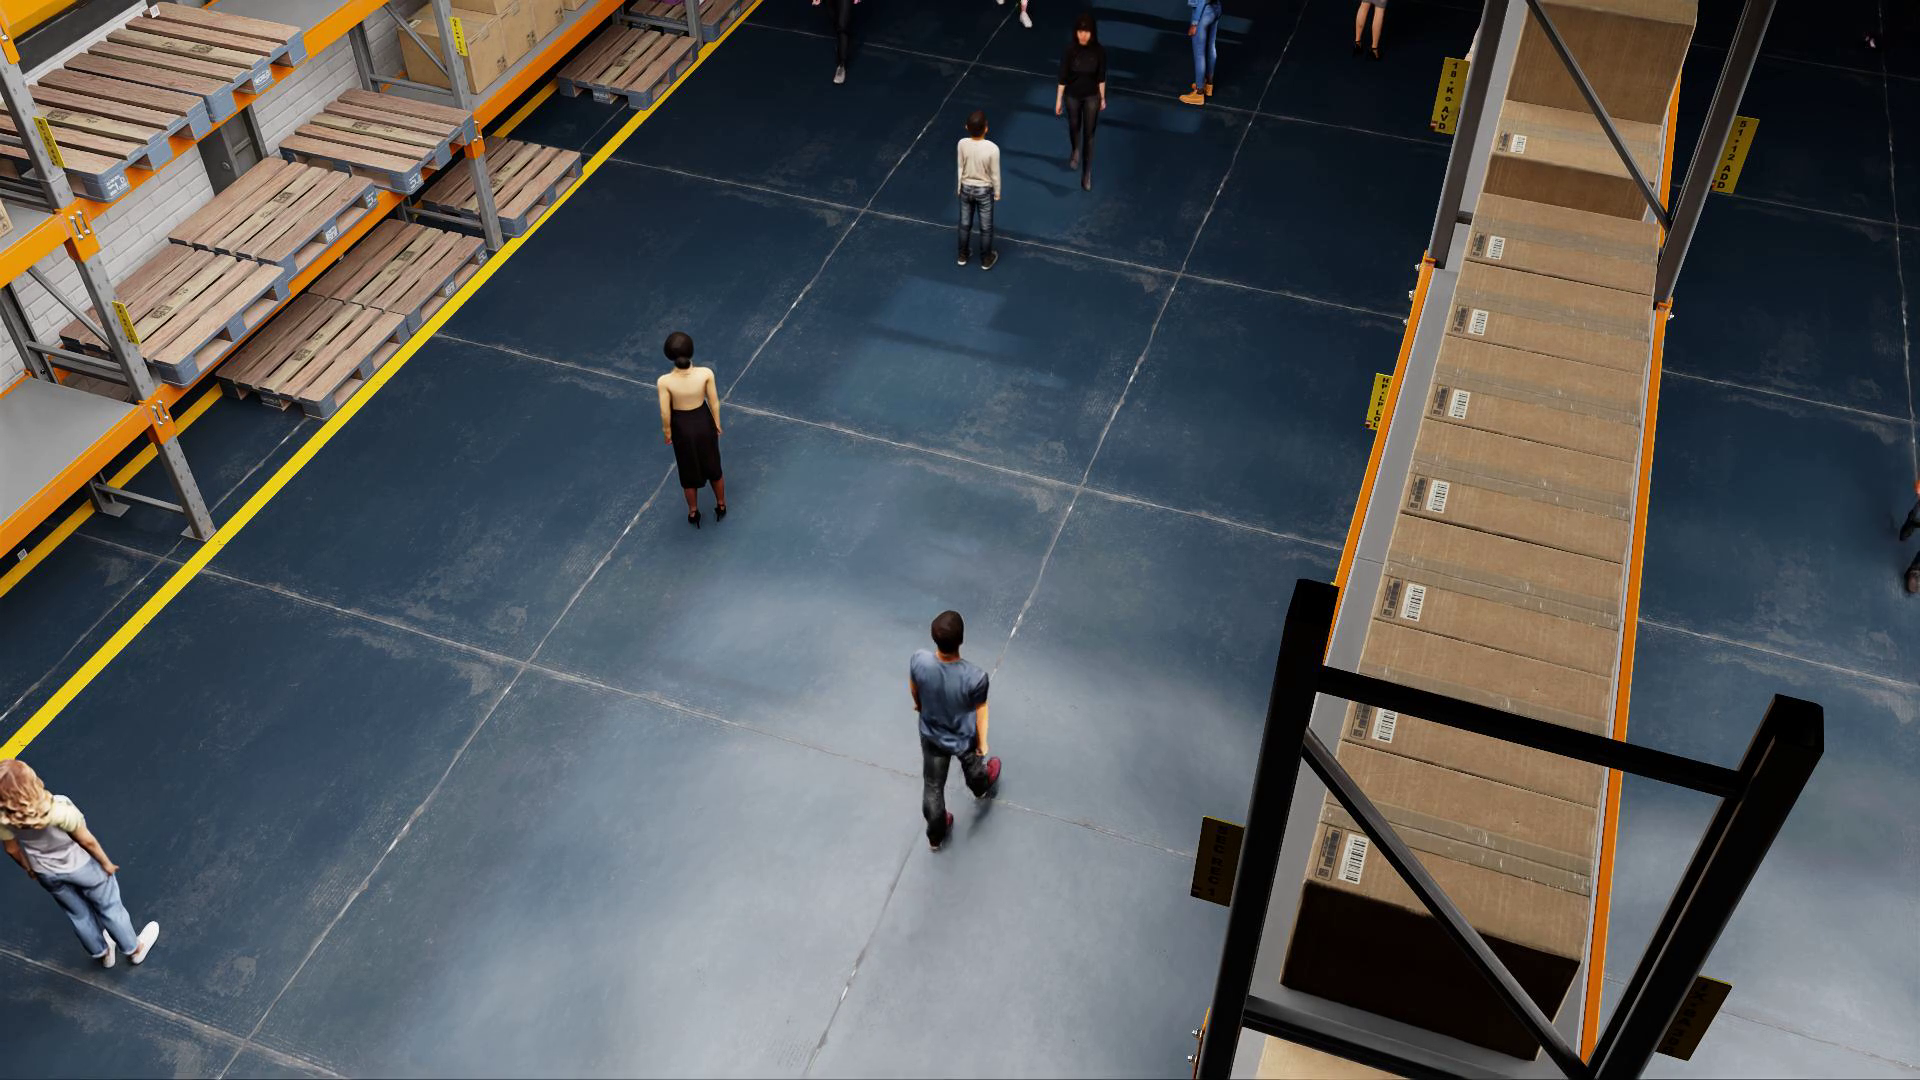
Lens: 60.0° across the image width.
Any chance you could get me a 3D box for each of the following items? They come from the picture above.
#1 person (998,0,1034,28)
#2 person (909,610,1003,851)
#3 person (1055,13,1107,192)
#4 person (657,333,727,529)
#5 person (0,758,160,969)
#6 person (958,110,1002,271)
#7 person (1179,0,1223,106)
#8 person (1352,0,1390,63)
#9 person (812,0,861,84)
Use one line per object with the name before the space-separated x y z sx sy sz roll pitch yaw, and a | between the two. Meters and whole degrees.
person | 0.575 -6.362 17.615 1.029 1.675 1.170 -11 45 -12
person | -0.093 1.152 9.645 0.698 1.789 0.958 17 46 17
person | 1.127 -4.109 15.298 0.759 1.608 1.050 4 44 5
person | -1.888 -0.767 11.757 0.663 1.653 0.709 -13 45 -13
person | -4.845 1.775 9.040 0.704 1.722 0.692 -4 44 -4
person | 0.138 -2.987 14.227 0.545 1.460 0.513 11 45 11
person | 2.415 -5.105 16.269 0.715 1.711 0.538 25 49 24
person | 4.245 -5.744 16.844 0.688 1.843 0.680 34 53 30
person | -1.225 -5.611 16.796 0.799 1.717 1.219 7 44 8
